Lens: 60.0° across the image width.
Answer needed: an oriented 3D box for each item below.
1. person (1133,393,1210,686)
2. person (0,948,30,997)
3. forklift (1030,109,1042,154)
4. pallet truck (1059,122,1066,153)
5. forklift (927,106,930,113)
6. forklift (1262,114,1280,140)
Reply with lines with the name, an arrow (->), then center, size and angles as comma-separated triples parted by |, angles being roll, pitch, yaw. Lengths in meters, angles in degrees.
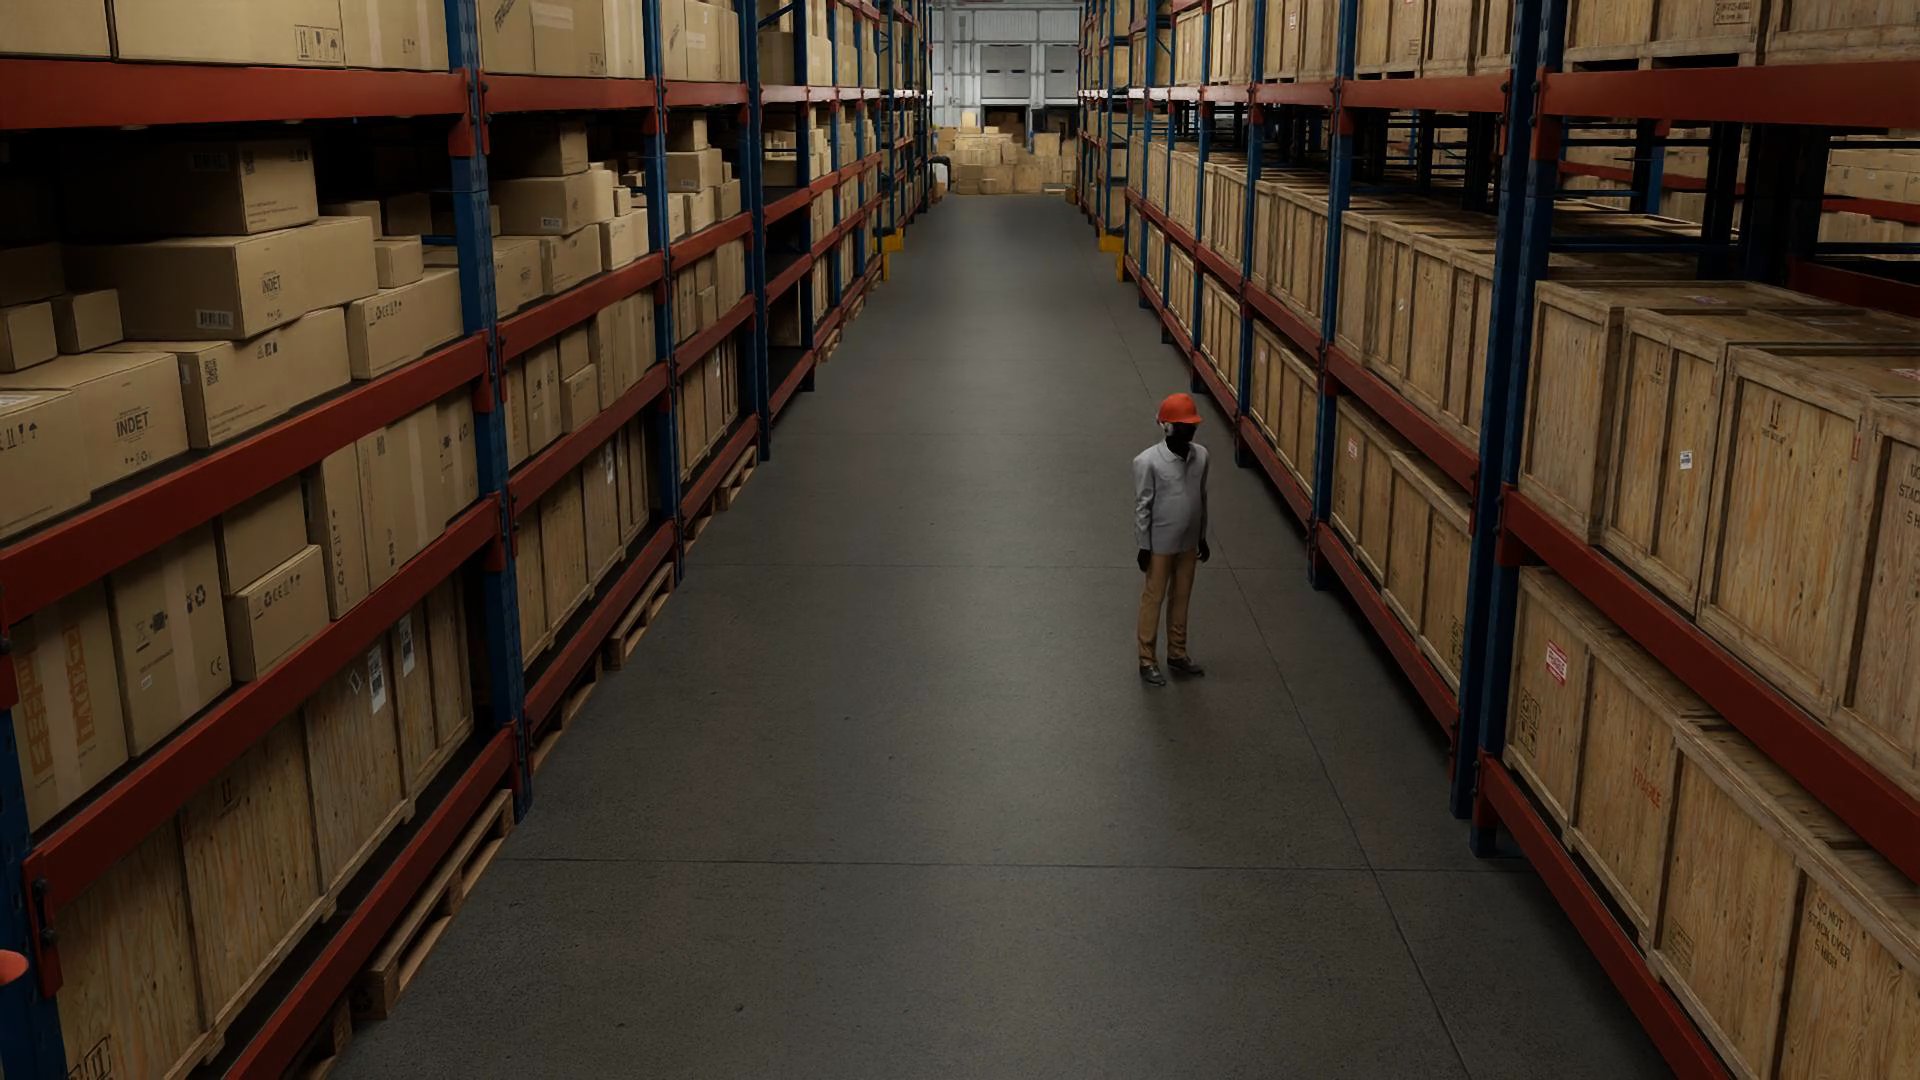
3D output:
person -> 1.280, -0.014, 9.972 | 0.570, 1.755, 0.320 | -11, 18, -34
person -> -1.957, 1.650, 3.331 | 0.625, 1.992, 0.386 | 8, 17, 28
forklift -> 3.239, -16.823, 70.386 | 1.873, 2.768, 1.129 | 4, 15, 13
pallet truck -> 5.788, -21.111, 88.014 | 1.885, 1.965, 0.823 | 5, 16, 18
forklift -> -1.999, -20.667, 84.686 | 1.129, 2.768, 1.873 | 0, 15, 2
forklift -> 11.004, -13.785, 59.083 | 1.129, 2.768, 1.873 | 0, 15, 2
